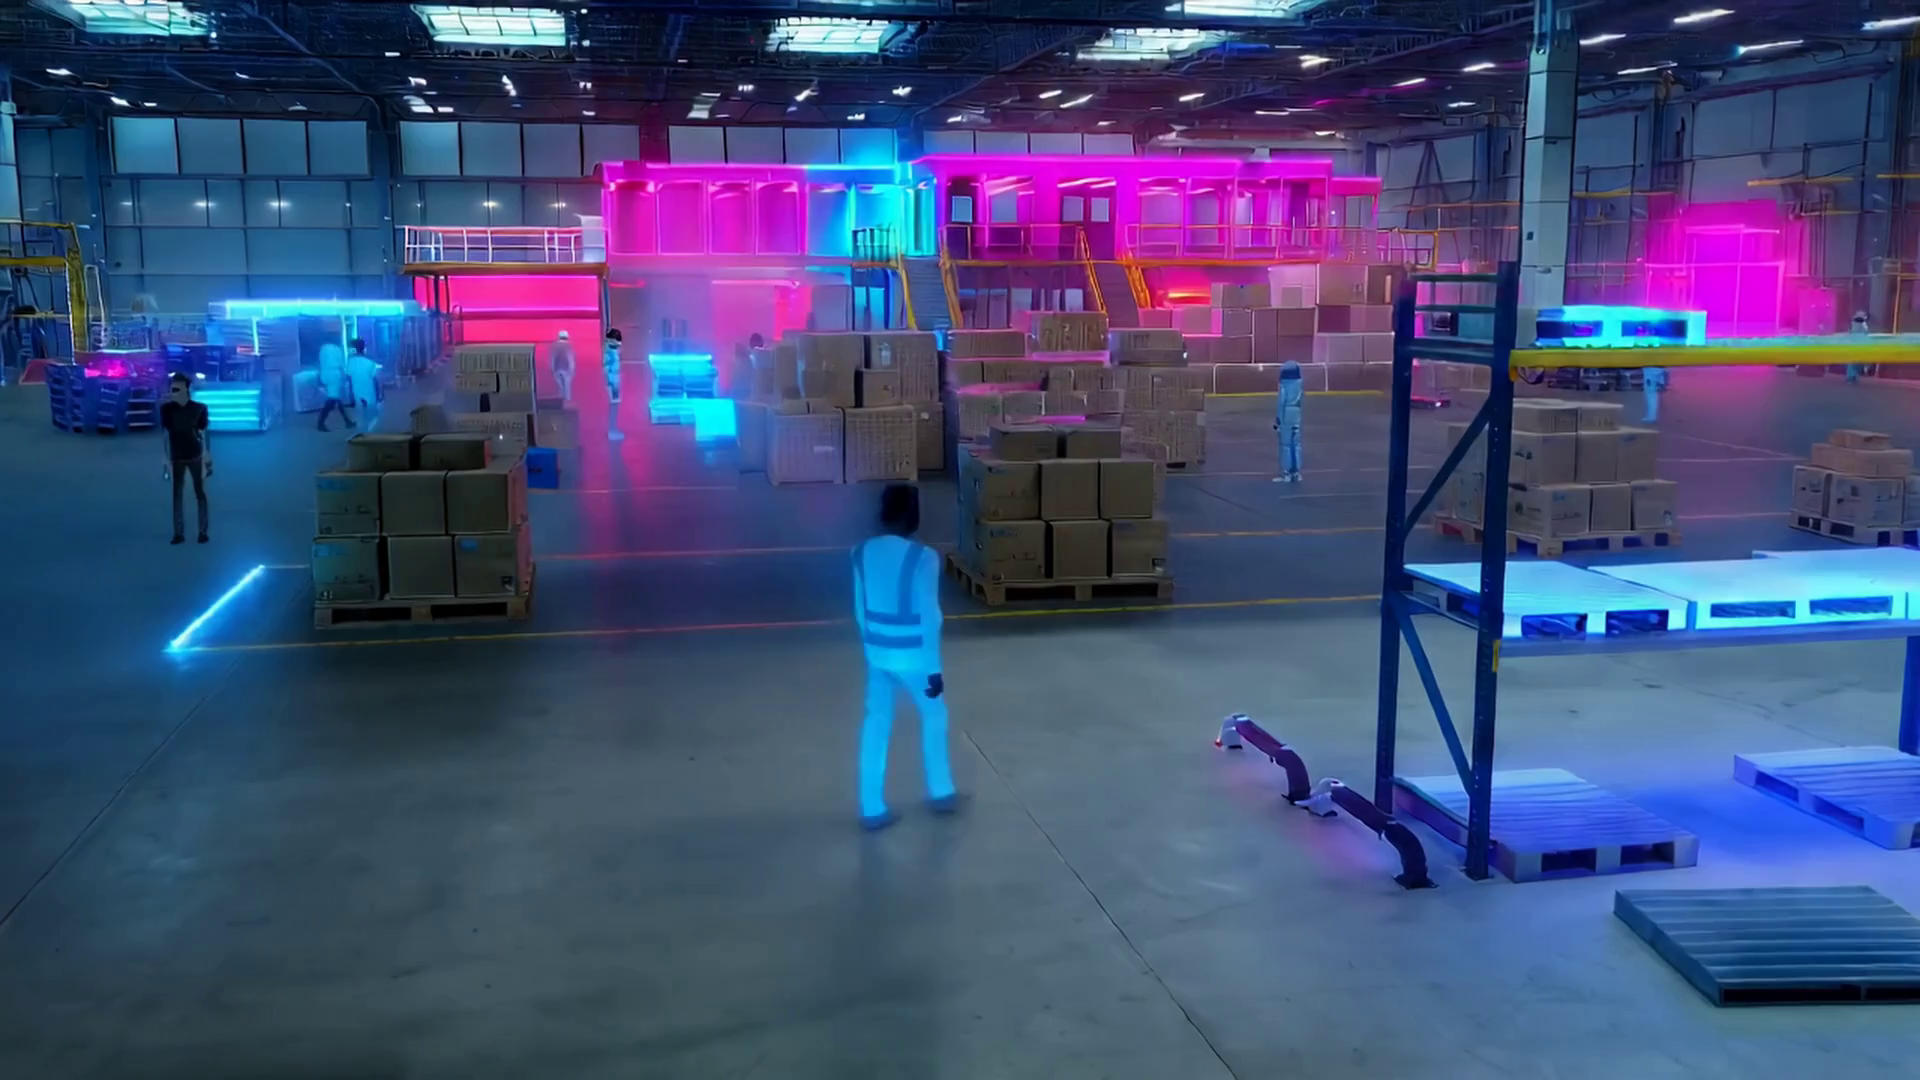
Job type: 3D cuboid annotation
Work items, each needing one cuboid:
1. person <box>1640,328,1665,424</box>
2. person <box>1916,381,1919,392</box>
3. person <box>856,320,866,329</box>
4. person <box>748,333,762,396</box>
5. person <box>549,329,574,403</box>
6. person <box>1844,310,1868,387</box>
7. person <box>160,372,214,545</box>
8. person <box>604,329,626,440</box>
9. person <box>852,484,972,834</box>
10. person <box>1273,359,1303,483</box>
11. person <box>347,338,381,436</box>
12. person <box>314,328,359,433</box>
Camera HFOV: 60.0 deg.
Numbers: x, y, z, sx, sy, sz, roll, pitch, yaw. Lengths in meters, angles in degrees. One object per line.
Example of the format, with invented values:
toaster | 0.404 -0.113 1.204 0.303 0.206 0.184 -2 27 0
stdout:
person | 13.351 -3.166 32.079 0.429 1.843 0.633 4 10 24
person | 23.064 -4.422 39.425 0.615 1.958 0.973 -1 9 -4
person | -2.191 -3.950 36.850 0.506 1.846 0.345 1 9 6
person | -3.338 -2.489 27.729 0.373 1.915 0.594 3 10 17
person | -8.332 -3.557 34.816 0.523 1.726 0.898 -2 9 -10
person | 22.479 -4.787 41.697 0.650 1.929 0.442 -2 10 -13
person | -8.387 -0.877 18.025 0.532 1.876 0.319 -2 10 -14
person | -6.031 -2.719 29.062 0.356 1.936 0.551 -1 9 -9
person | -0.254 0.617 8.975 0.623 1.850 0.843 7 12 36
person | 4.590 -1.663 23.253 0.480 1.734 0.328 -9 13 -44
person | -9.686 -2.350 27.073 0.548 1.853 0.419 1 9 3
person | -11.413 -2.908 30.295 0.632 1.916 1.006 7 12 38
